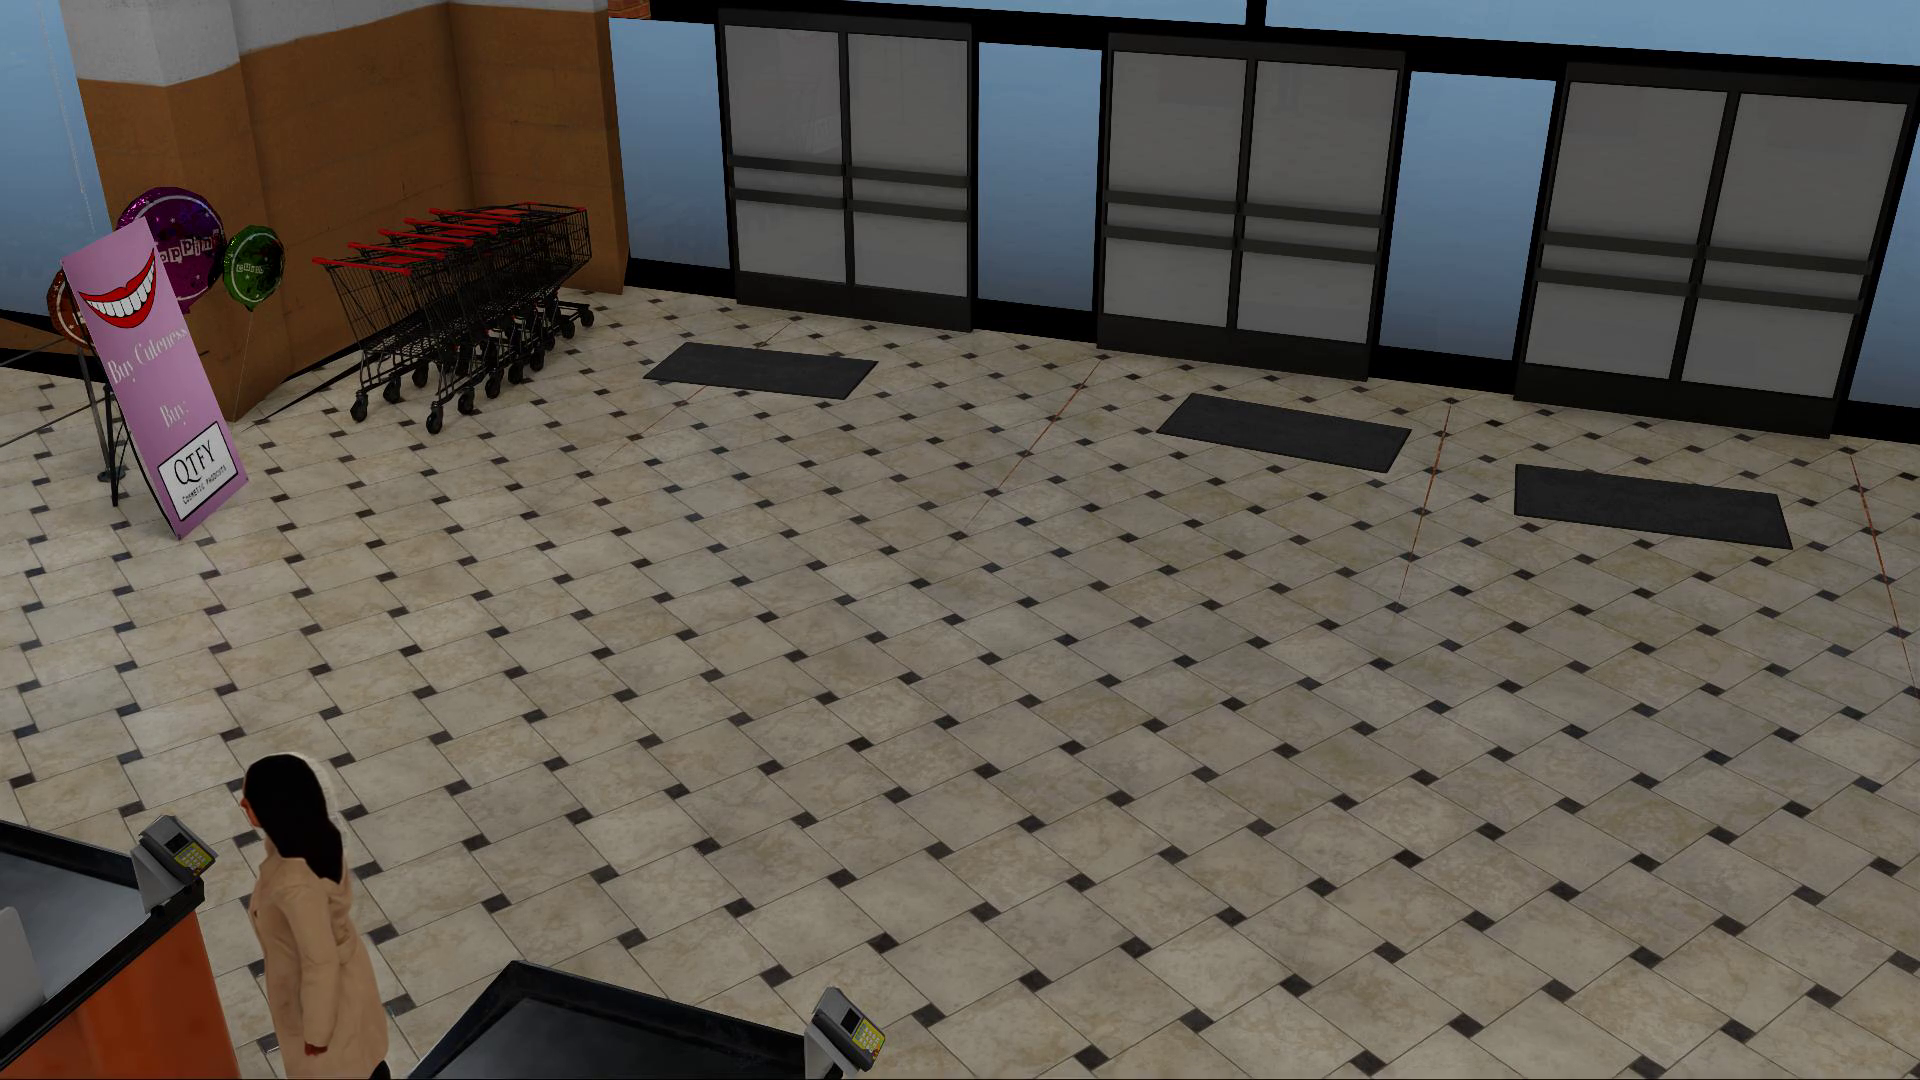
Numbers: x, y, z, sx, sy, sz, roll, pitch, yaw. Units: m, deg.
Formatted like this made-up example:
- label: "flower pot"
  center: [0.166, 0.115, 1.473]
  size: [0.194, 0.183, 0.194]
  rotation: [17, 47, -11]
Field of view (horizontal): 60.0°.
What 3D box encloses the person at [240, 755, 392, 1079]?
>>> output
- label: "person"
  center: [-1.922, 1.369, 5.078]
  size: [0.783, 1.681, 0.677]
  rotation: [-7, 28, -14]
